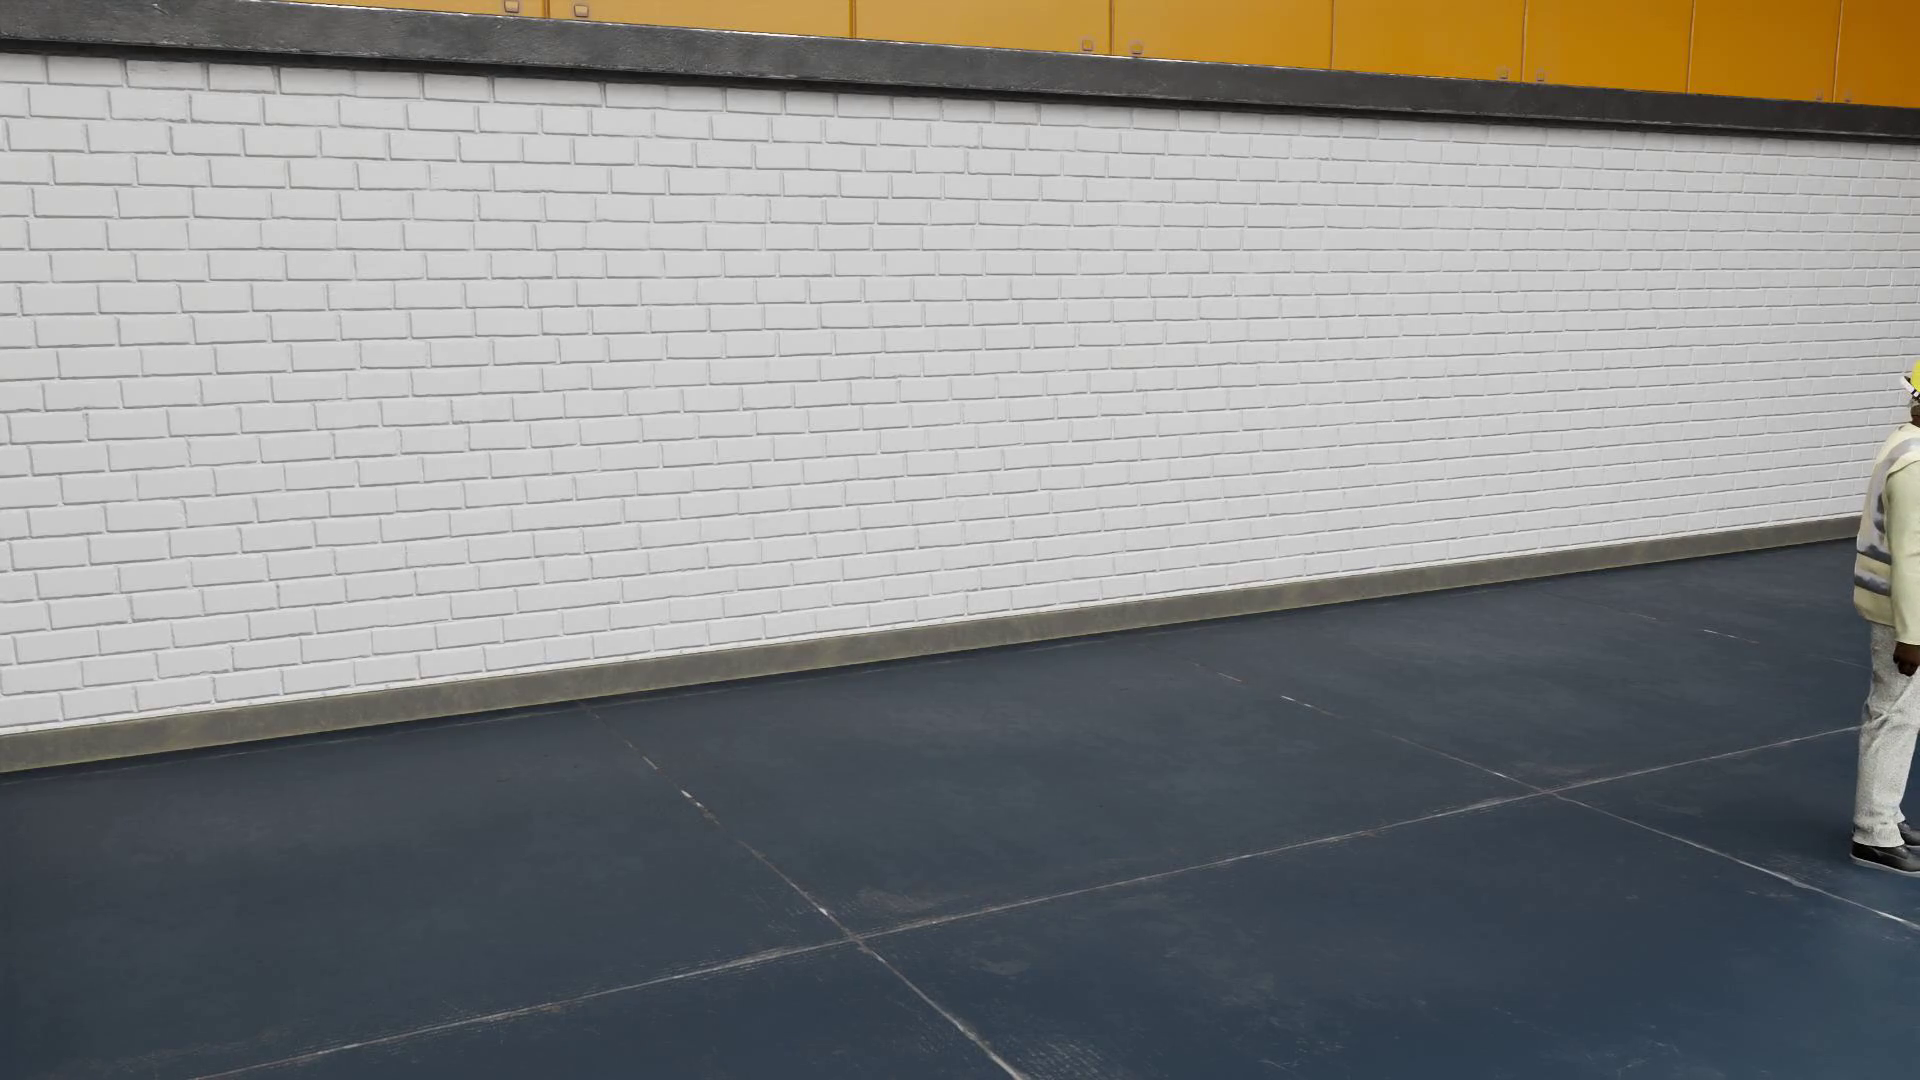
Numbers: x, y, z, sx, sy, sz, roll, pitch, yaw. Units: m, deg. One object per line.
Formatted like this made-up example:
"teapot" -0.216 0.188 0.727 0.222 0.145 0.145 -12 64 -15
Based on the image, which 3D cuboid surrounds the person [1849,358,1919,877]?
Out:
"person" 3.290 0.237 5.715 0.403 1.824 0.593 5 11 28
